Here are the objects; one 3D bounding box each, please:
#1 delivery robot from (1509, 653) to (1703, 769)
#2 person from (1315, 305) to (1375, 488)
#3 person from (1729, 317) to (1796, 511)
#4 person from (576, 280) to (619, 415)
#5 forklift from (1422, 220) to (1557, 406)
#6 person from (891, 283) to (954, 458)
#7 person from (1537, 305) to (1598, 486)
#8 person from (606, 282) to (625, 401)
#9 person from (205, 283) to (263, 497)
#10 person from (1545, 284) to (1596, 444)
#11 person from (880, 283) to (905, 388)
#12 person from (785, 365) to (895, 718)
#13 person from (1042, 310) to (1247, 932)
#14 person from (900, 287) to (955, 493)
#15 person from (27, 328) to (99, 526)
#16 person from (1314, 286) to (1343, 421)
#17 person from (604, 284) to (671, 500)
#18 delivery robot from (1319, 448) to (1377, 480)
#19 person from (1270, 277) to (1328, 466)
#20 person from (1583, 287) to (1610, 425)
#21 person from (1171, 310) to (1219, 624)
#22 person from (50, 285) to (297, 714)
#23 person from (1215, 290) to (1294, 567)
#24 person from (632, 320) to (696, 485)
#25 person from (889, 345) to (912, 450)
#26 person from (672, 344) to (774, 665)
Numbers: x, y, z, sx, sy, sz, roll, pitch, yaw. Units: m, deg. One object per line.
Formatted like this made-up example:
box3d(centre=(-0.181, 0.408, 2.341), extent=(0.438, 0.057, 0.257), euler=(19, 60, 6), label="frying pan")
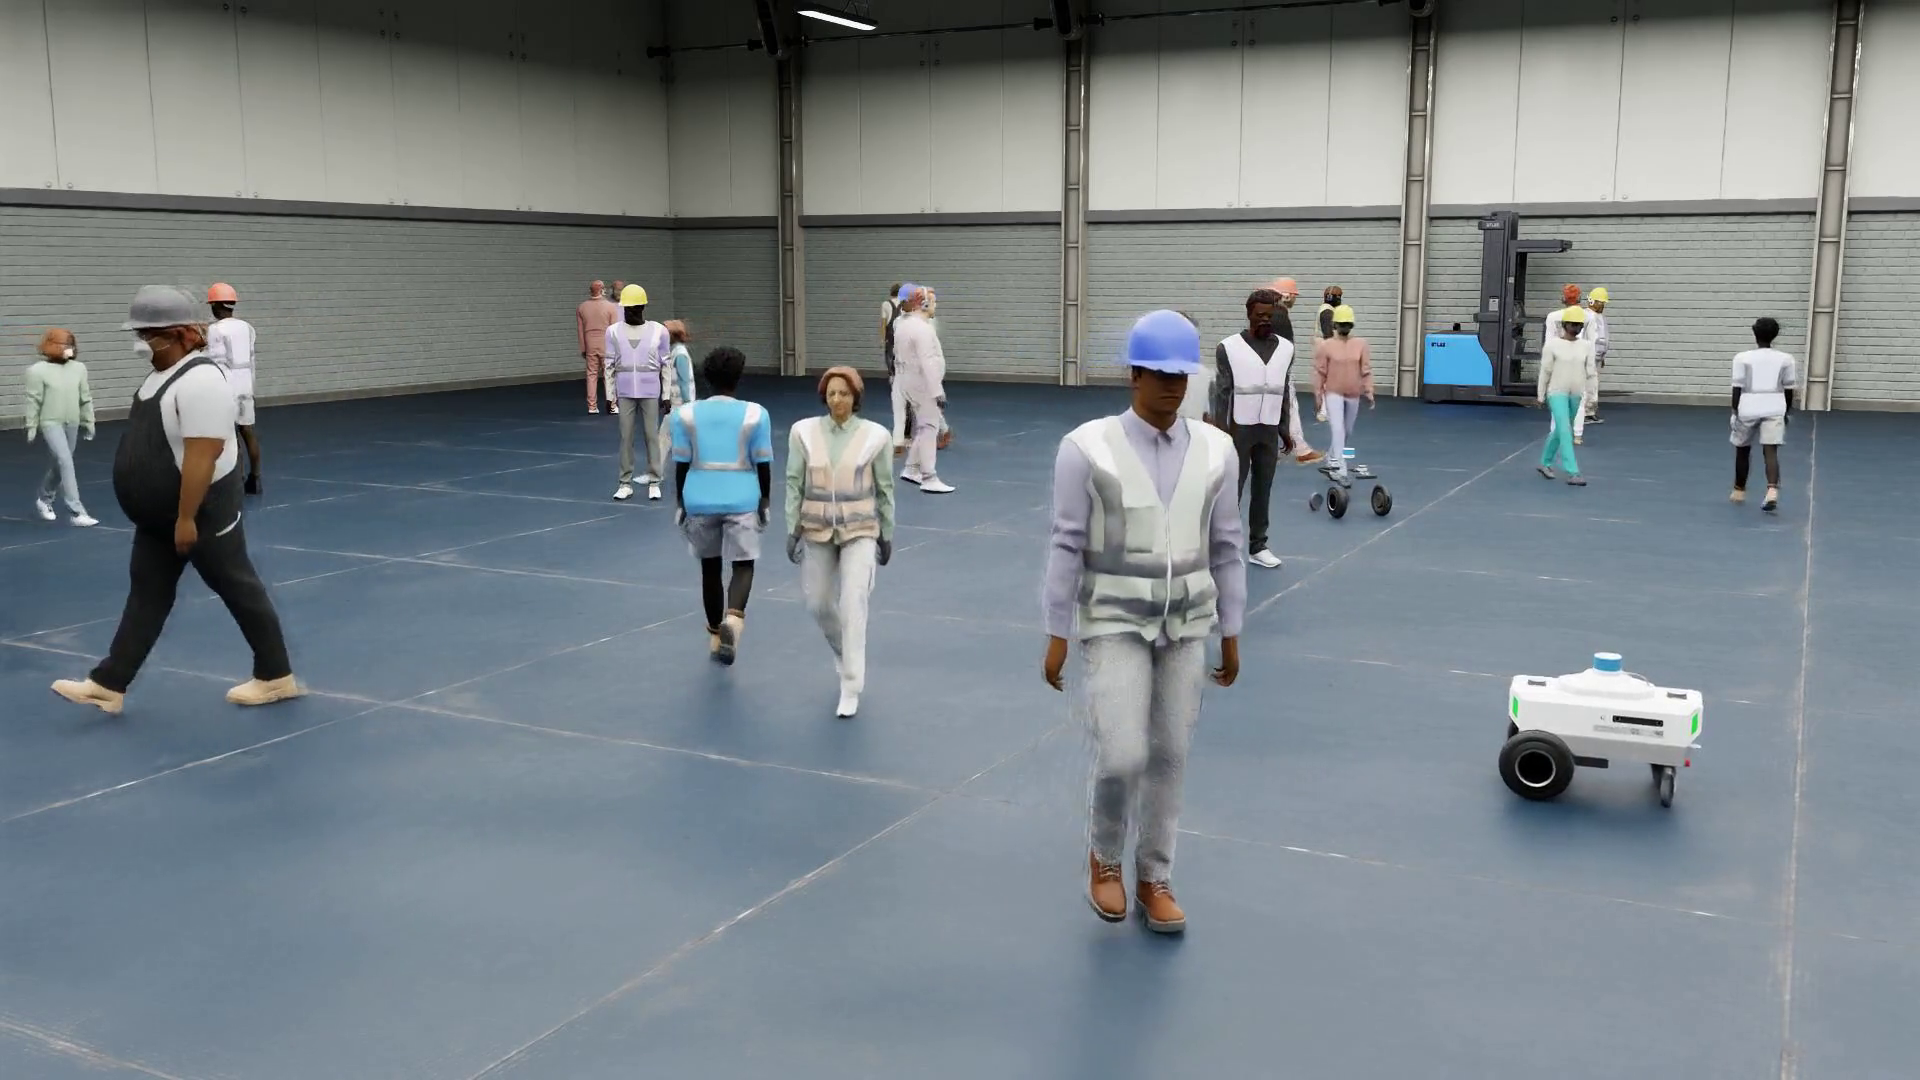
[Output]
box3d(centre=(2.549, 0.691, 6.571), extent=(0.707, 0.478, 0.477), euler=(4, 10, 23), label="delivery robot")
box3d(centre=(3.661, -1.401, 16.002), extent=(0.526, 1.729, 0.869), euler=(-2, 9, -10), label="person")
box3d(centre=(6.929, -1.096, 14.358), extent=(0.539, 1.658, 0.863), euler=(2, 9, 11), label="person")
box3d(centre=(-5.134, -2.742, 23.786), extent=(0.650, 1.915, 0.406), euler=(2, 9, 13), label="person")
box3d(centre=(8.245, -3.527, 25.720), extent=(1.873, 2.768, 1.129), euler=(5, 10, 27), label="forklift")
box3d(centre=(-0.468, -1.899, 18.537), extent=(0.614, 1.919, 0.917), euler=(8, 12, 40), label="person")
box3d(centre=(5.886, -1.415, 16.144), extent=(0.531, 1.716, 0.923), euler=(-2, 9, -11), label="person")
box3d(centre=(-5.323, -3.090, 25.982), extent=(0.671, 1.867, 0.822), euler=(-2, 10, -14), label="person")
box3d(centre=(-6.651, -1.364, 15.146), extent=(0.373, 1.934, 0.551), euler=(3, 10, 15), label="person")
box3d(centre=(7.235, -2.088, 19.767), extent=(0.572, 1.887, 0.356), euler=(2, 9, 10), label="person")
box3d(centre=(-1.104, -3.495, 28.604), extent=(0.543, 1.834, 0.442), euler=(-1, 9, -7), label="person")
box3d(centre=(-0.555, -0.029, 7.889), extent=(0.516, 1.617, 0.686), euler=(1, 9, 9), label="person")
box3d(centre=(0.581, 0.267, 5.103), extent=(0.639, 1.928, 0.442), euler=(-3, 10, -17), label="person")
box3d(centre=(-0.307, -1.385, 15.389), extent=(0.464, 1.901, 0.671), euler=(-2, 9, -10), label="person")
box3d(centre=(-7.322, -0.924, 13.487), extent=(0.845, 1.592, 0.515), euler=(4, 10, 23), label="person")
box3d(centre=(5.089, -2.569, 22.892), extent=(0.430, 1.838, 0.619), euler=(2, 9, 10), label="person")
box3d(centre=(-2.888, -1.321, 14.921), extent=(0.594, 1.922, 0.376), euler=(0, 9, 0), label="person")
box3d(centre=(3.303, -0.669, 14.155), extent=(0.335, 0.223, 0.698), euler=(-2, 10, -14), label="delivery robot")
box3d(centre=(3.472, -1.761, 17.482), extent=(0.809, 1.965, 0.650), euler=(-1, 9, -3), label="person")
box3d(centre=(8.501, -2.474, 22.350), extent=(0.588, 1.823, 0.403), euler=(-9, 13, -43), label="person")
box3d(centre=(1.245, -0.428, 9.752), extent=(0.962, 1.826, 0.540), euler=(9, 13, 44), label="person")
box3d(centre=(-3.632, -0.182, 7.668), extent=(1.043, 2.000, 0.696), euler=(-8, 12, -42), label="person")
box3d(centre=(2.025, -0.766, 11.523), extent=(0.597, 1.915, 0.370), euler=(-4, 10, -22), label="person")
box3d(centre=(-2.678, -1.315, 15.927), extent=(0.907, 1.586, 0.515), euler=(-2, 9, -9), label="person")
box3d(centre=(-0.535, -1.884, 19.110), extent=(0.569, 1.678, 0.390), euler=(-7, 11, -35), label="person")
box3d(centre=(-1.234, -0.171, 8.613), extent=(0.535, 1.673, 0.690), euler=(0, 9, 1), label="person")
